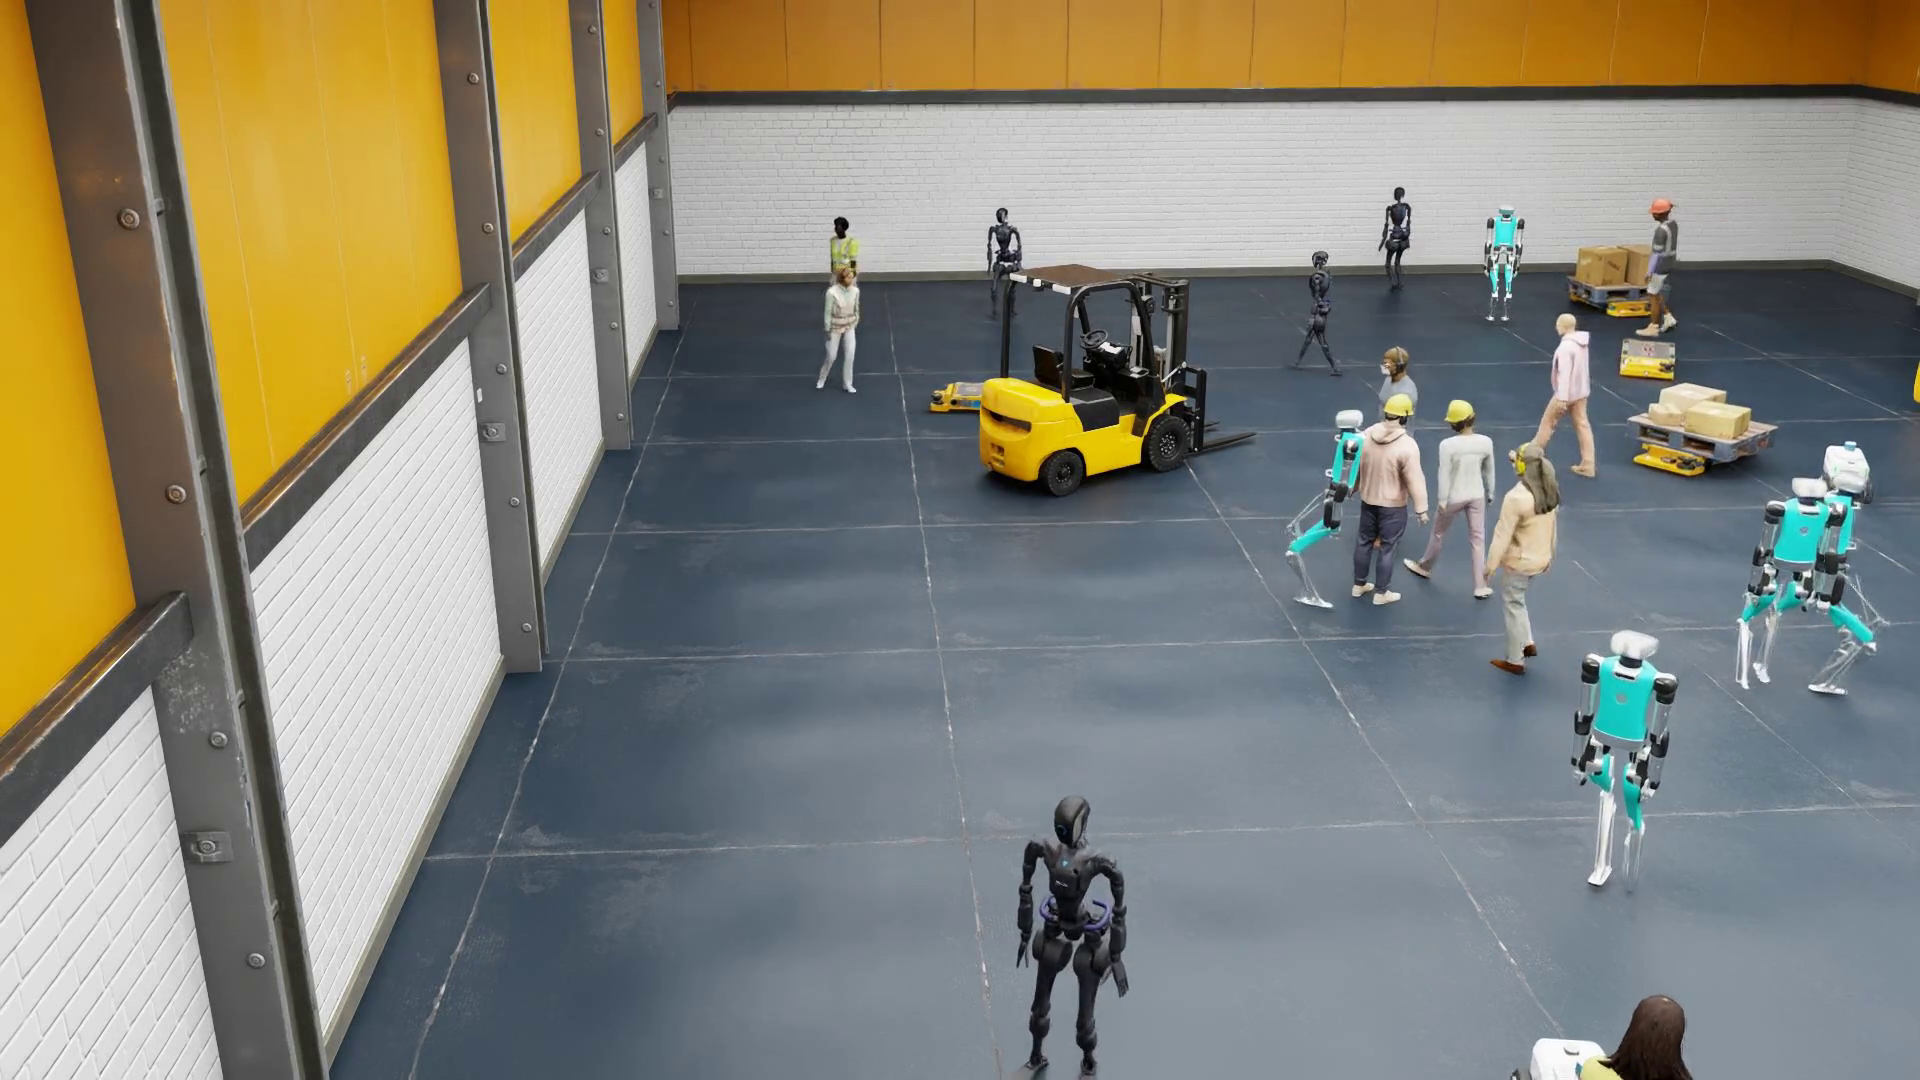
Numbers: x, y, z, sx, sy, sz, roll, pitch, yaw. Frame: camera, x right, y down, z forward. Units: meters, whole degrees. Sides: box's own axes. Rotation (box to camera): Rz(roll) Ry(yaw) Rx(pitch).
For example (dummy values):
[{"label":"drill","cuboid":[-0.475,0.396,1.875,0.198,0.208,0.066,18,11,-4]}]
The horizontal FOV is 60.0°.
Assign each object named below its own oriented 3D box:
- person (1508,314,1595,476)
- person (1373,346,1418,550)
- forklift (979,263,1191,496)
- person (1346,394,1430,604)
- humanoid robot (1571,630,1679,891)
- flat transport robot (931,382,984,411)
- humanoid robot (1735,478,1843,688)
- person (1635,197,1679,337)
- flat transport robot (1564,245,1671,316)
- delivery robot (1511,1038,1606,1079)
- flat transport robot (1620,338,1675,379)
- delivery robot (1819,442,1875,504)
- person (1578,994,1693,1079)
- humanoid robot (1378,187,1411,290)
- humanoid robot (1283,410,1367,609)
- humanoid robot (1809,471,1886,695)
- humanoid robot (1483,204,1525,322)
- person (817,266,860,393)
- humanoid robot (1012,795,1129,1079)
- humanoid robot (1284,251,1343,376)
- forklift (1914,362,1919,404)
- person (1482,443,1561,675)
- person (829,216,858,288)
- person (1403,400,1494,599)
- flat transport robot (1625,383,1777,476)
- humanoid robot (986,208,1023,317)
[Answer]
[{"label":"person","cuboid":[6.424,-1.556,17.742,0.951,1.723,0.612,19,27,41]},{"label":"person","cuboid":[4.053,-0.865,15.577,0.360,1.935,0.633,0,20,0]},{"label":"forklift","cuboid":[1.315,-1.764,17.646,2.313,2.155,1.214,-14,24,-33]},{"label":"person","cuboid":[3.629,-0.344,14.264,0.432,1.854,0.827,-17,26,-39]},{"label":"humanoid robot","cuboid":[3.975,1.358,9.956,0.538,1.886,0.730,14,25,34]},{"label":"flat transport robot","cuboid":[0.381,-1.735,20.354,1.431,0.231,0.659,1,20,3]},{"label":"humanoid robot","cuboid":[6.246,0.297,12.691,0.547,1.764,0.827,4,21,10]},{"label":"person","cuboid":[9.923,-3.859,23.610,0.493,2.016,0.629,15,25,36]},{"label":"flat transport robot","cuboid":[10.085,-3.677,25.647,0.659,0.231,1.431,-3,20,-9]},{"label":"delivery robot","cuboid":[2.928,2.703,7.873,0.499,0.612,0.801,2,20,6]},{"label":"flat transport robot","cuboid":[9.192,-2.425,22.234,0.659,0.231,1.431,8,22,20]},{"label":"delivery robot","cuboid":[9.133,-0.701,17.147,0.499,0.612,0.814,7,21,19]},{"label":"person","cuboid":[2.579,2.559,6.484,0.494,1.764,0.434,8,22,21]},{"label":"humanoid robot","cuboid":[7.059,-4.850,26.837,0.610,1.665,0.353,-11,23,-28]},{"label":"humanoid robot","cuboid":[3.029,-0.226,14.147,0.729,1.814,0.544,5,21,13]},{"label":"humanoid robot","cuboid":[6.701,0.392,12.453,0.695,1.820,0.537,11,23,27]},{"label":"humanoid robot","cuboid":[7.888,-3.992,24.178,0.533,1.677,0.735,5,21,13]},{"label":"person","cuboid":[-1.534,-2.664,20.929,0.533,1.608,0.551,-14,24,-33]},{"label":"humanoid robot","cuboid":[0.562,1.981,8.184,0.599,1.640,0.319,9,22,22]},{"label":"humanoid robot","cuboid":[4.660,-2.959,21.731,0.798,1.623,0.608,7,21,18]},{"label":"forklift","cuboid":[12.602,-2.435,19.475,2.313,2.155,1.214,-1,20,-4]},{"label":"person","cuboid":[4.346,0.151,12.914,0.588,1.858,0.460,-15,25,-35]},{"label":"person","cuboid":[-1.668,-3.854,24.080,0.536,1.676,0.422,15,25,35]},{"label":"person","cuboid":[4.395,-0.386,14.586,0.605,1.709,0.797,-3,20,-9]},{"label":"flat transport robot","cuboid":[8.117,-0.982,18.302,1.431,0.231,0.659,-15,25,-35]},{"label":"humanoid robot","cuboid":[0.665,-4.126,24.849,0.614,1.640,0.618,10,22,25]}]
